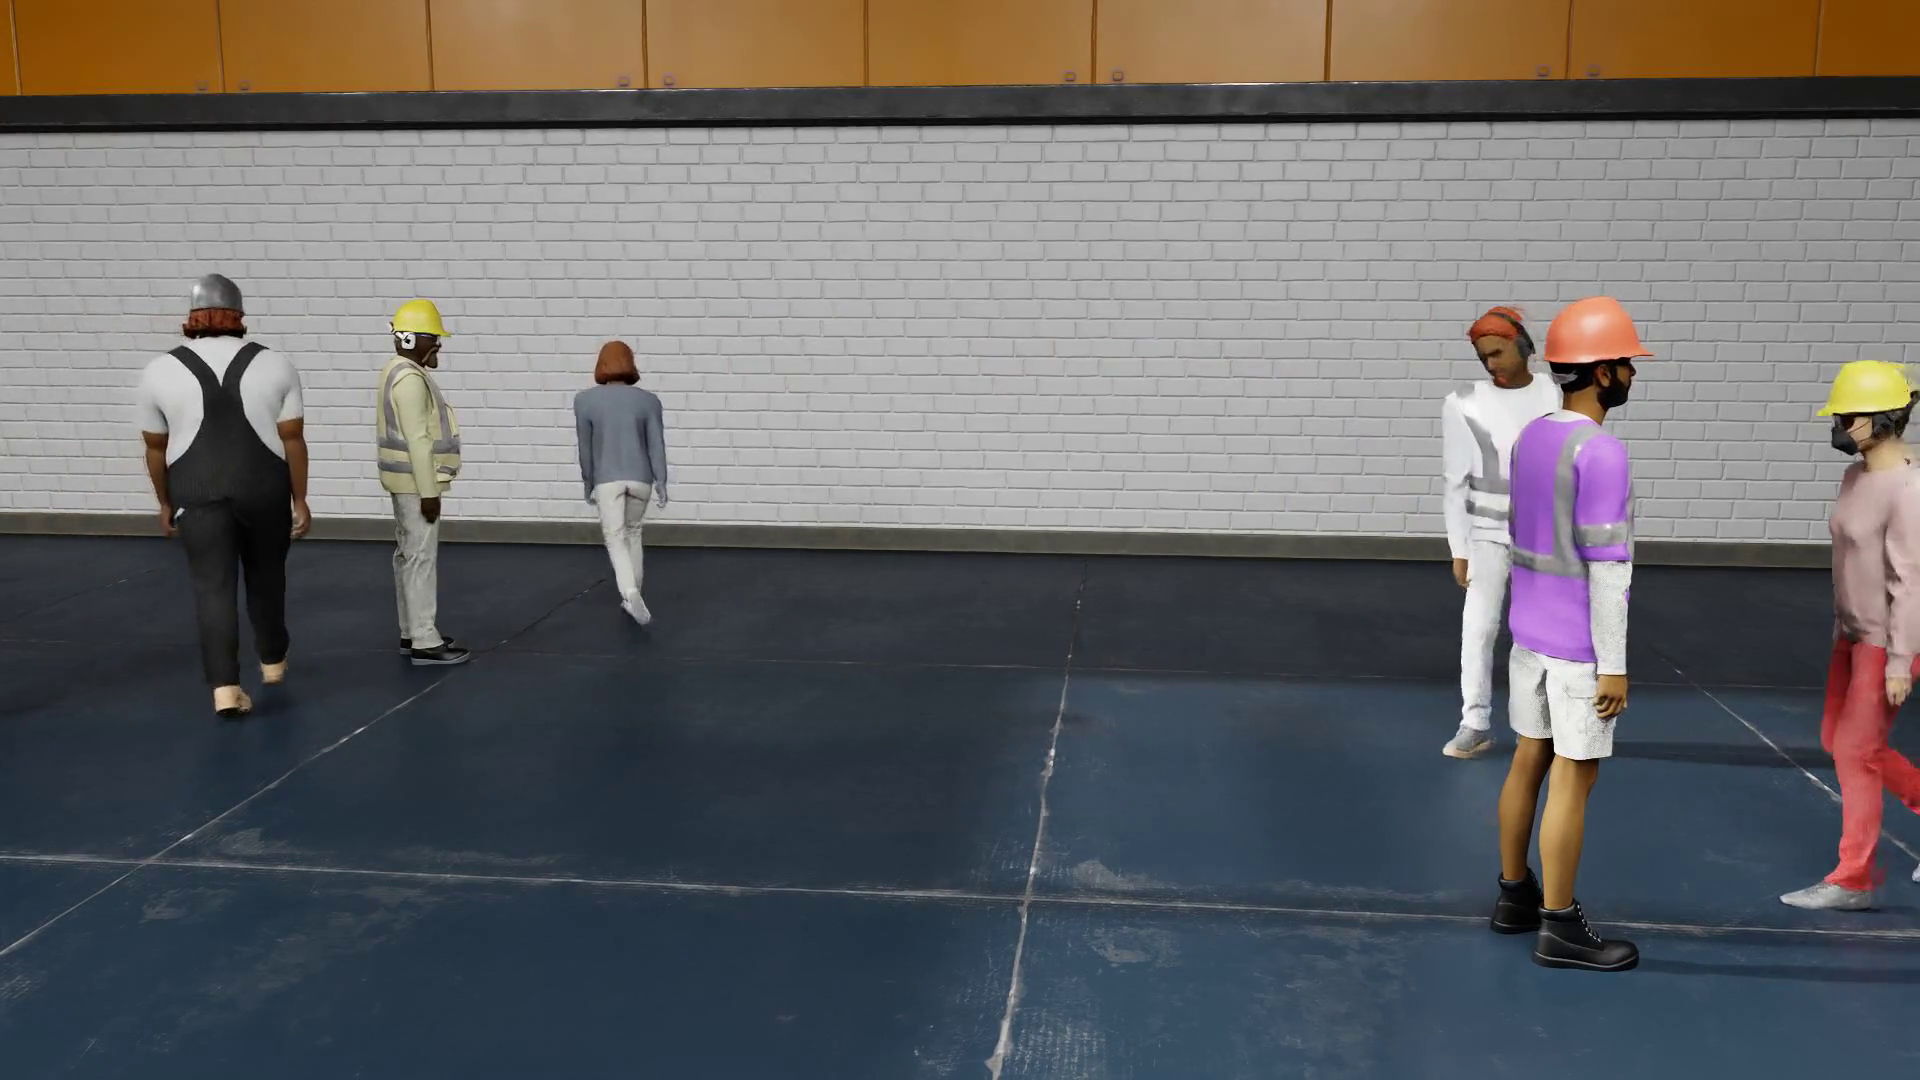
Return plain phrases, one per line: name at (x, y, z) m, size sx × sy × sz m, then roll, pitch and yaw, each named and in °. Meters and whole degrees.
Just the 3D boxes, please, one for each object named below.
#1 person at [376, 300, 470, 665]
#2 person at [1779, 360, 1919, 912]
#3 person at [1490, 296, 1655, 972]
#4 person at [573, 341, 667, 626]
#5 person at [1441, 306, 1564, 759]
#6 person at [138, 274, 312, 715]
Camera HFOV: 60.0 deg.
person at (-2.717, -0.290, 8.389) m, size 0.404 × 1.826 × 0.587 m, roll -5°, pitch 11°, yaw -25°
person at (2.914, 0.310, 5.187) m, size 0.571 × 1.743 × 0.556 m, roll 2°, pitch 10°, yaw 9°
person at (1.786, 0.272, 4.837) m, size 0.354 × 1.942 × 0.545 m, roll -1°, pitch 10°, yaw -8°
person at (-1.849, -0.309, 9.217) m, size 0.482 × 1.578 × 0.783 m, roll -4°, pitch 11°, yaw -22°
person at (2.299, -0.012, 6.743) m, size 0.738 × 1.863 × 0.350 m, roll -1°, pitch 10°, yaw -5°
person at (-3.341, -0.259, 7.597) m, size 0.686 × 2.000 × 1.059 m, roll -4°, pitch 11°, yaw -21°
